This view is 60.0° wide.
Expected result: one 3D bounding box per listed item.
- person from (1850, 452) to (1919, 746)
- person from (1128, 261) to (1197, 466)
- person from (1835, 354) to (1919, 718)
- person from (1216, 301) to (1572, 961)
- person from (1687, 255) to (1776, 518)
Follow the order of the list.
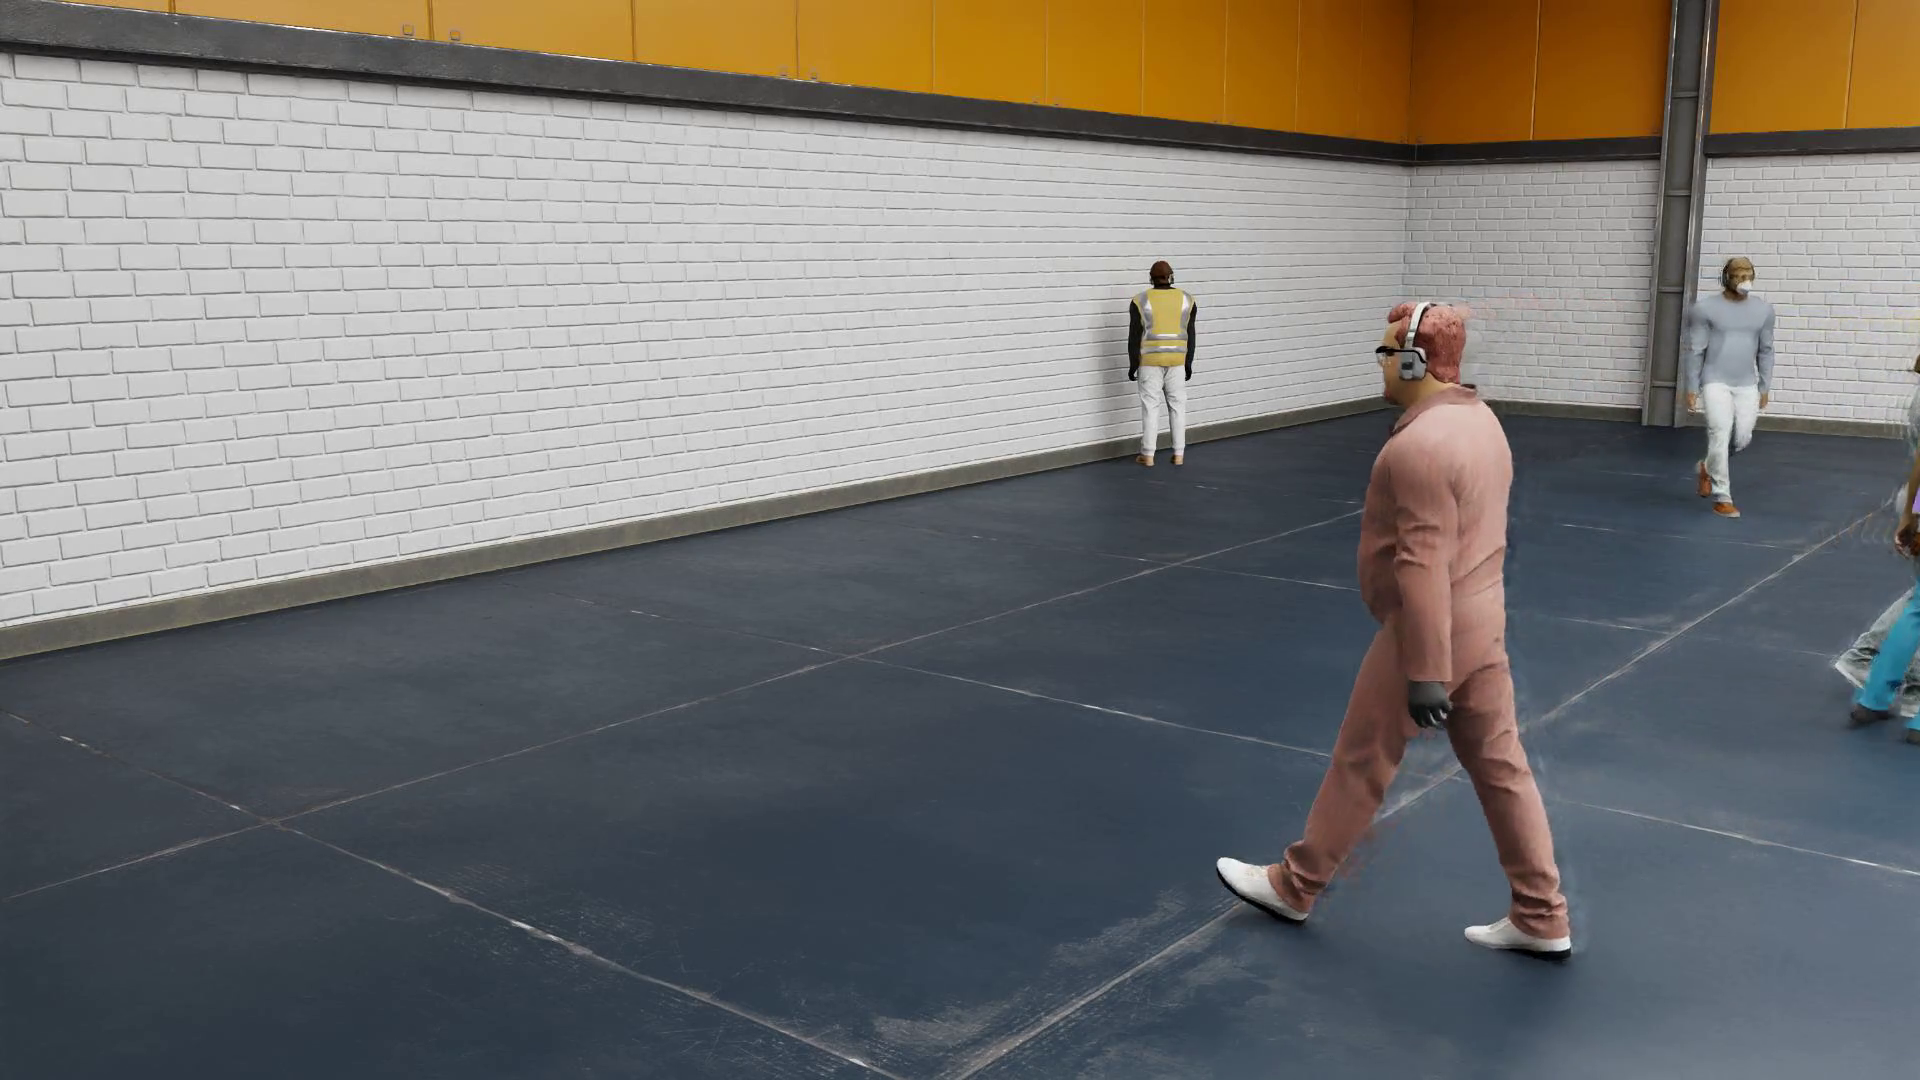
[{"bbox_3d":[3.993,-0.051,6.571,0.428,1.801,0.678,-3,11,-15],"label":"person"},{"bbox_3d":[1.804,-1.583,14.973,0.624,1.838,0.430,-2,10,-9],"label":"person"},{"bbox_3d":[4.128,-0.108,7.122,0.535,1.719,0.500,5,11,26],"label":"person"},{"bbox_3d":[1.299,0.259,4.734,1.020,1.849,0.666,7,13,35],"label":"person"},{"bbox_3d":[5.693,-1.154,12.382,0.636,1.917,0.772,0,10,-1],"label":"person"}]
